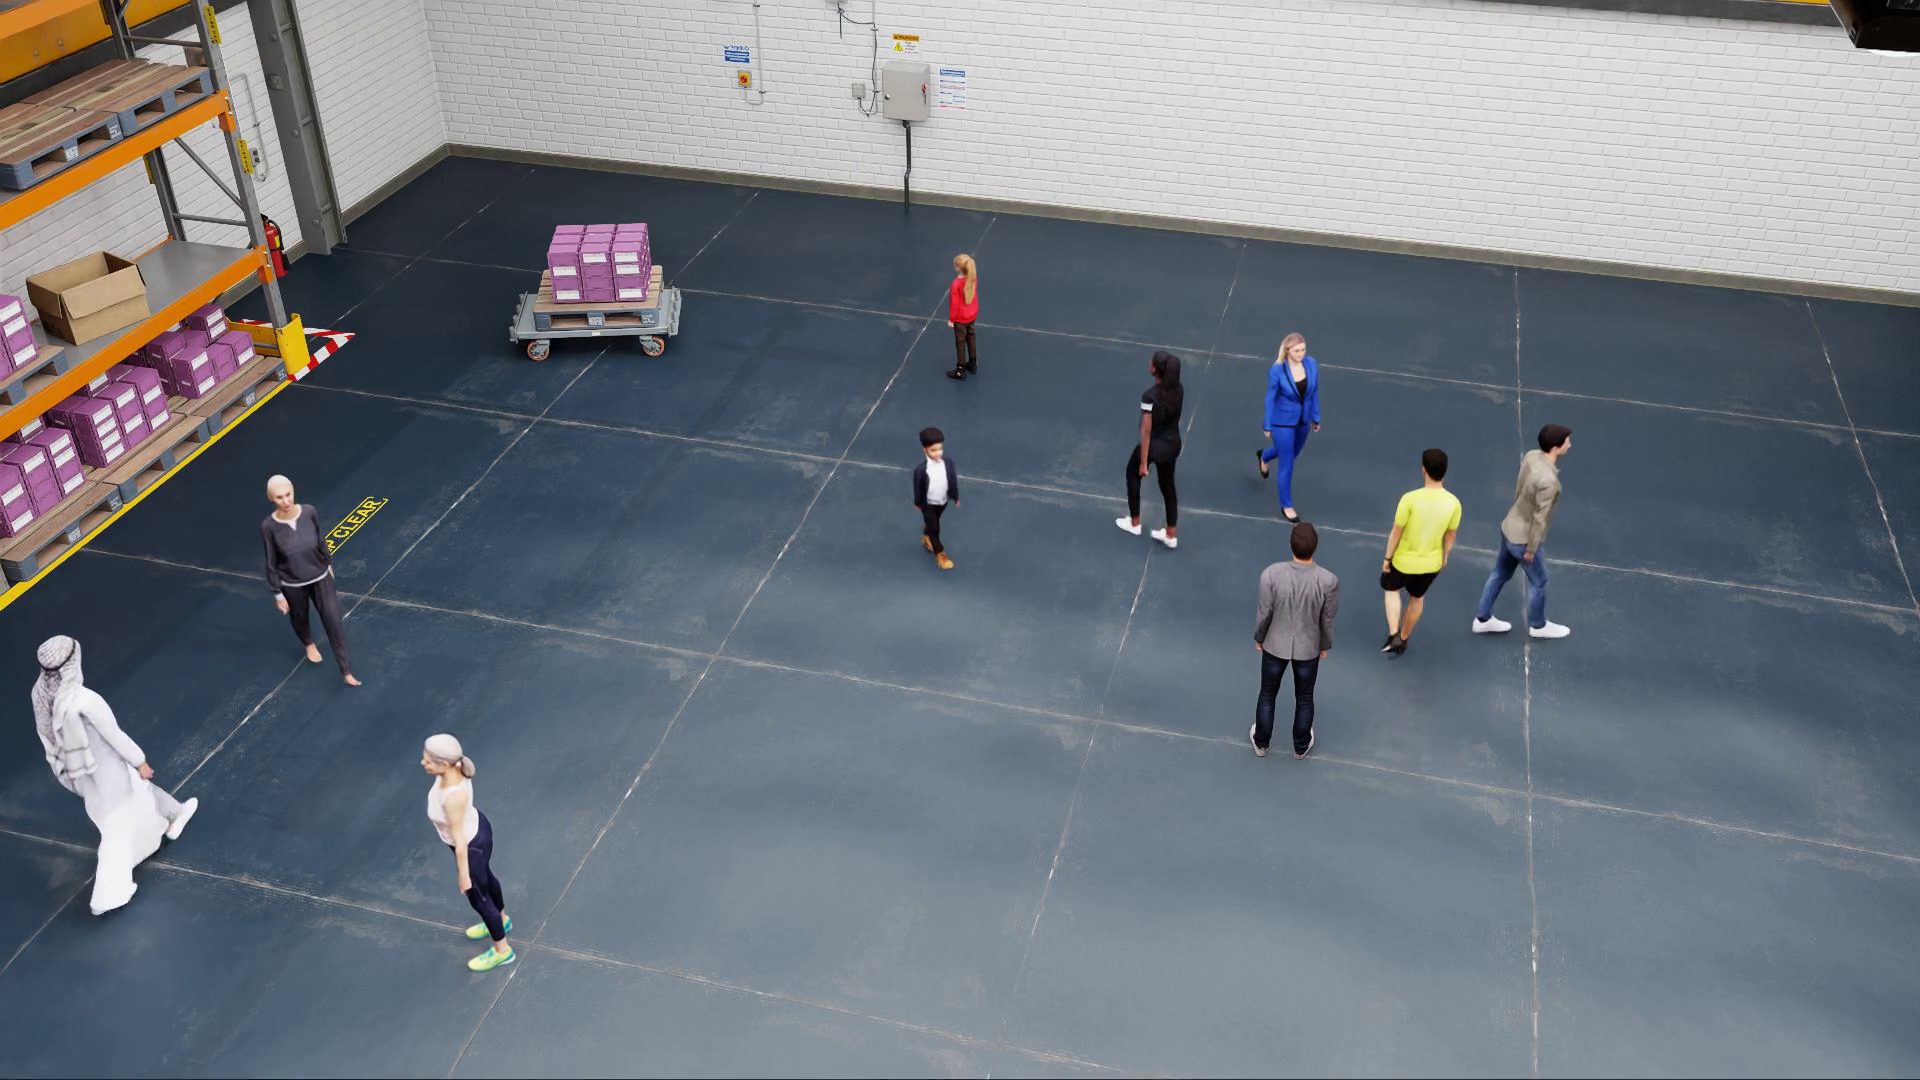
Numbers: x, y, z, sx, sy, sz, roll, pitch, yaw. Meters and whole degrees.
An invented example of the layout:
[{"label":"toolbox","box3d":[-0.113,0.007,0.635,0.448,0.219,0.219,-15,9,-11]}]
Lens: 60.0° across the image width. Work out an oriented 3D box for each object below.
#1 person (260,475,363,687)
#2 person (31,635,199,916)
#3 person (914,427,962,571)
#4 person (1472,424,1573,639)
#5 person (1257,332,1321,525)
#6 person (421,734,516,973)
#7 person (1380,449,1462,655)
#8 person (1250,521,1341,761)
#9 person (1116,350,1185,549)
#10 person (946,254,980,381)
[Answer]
[{"label":"person","box3d":[-4.789,0.250,12.066,1.114,1.680,1.120,-22,39,-29]},{"label":"person","box3d":[-5.282,1.456,10.077,0.872,1.875,1.277,15,36,21]},{"label":"person","box3d":[-0.231,-0.385,13.459,0.817,1.196,0.874,-18,38,-25]},{"label":"person","box3d":[4.107,-0.044,12.366,0.935,1.838,0.980,-2,34,-3]},{"label":"person","box3d":[2.727,-1.018,13.978,1.038,1.676,1.156,-16,37,-22]},{"label":"person","box3d":[-2.857,1.794,9.727,0.737,1.698,0.635,-9,35,-13]},{"label":"person","box3d":[3.369,0.169,12.184,0.738,1.685,0.818,-1,34,-1]},{"label":"person","box3d":[2.246,0.695,11.222,0.689,1.873,0.606,6,34,9]},{"label":"person","box3d":[1.665,-0.689,13.452,0.907,1.710,0.956,-24,40,-31]},{"label":"person","box3d":[0.036,-2.168,16.065,0.632,1.281,0.544,25,41,33]}]
